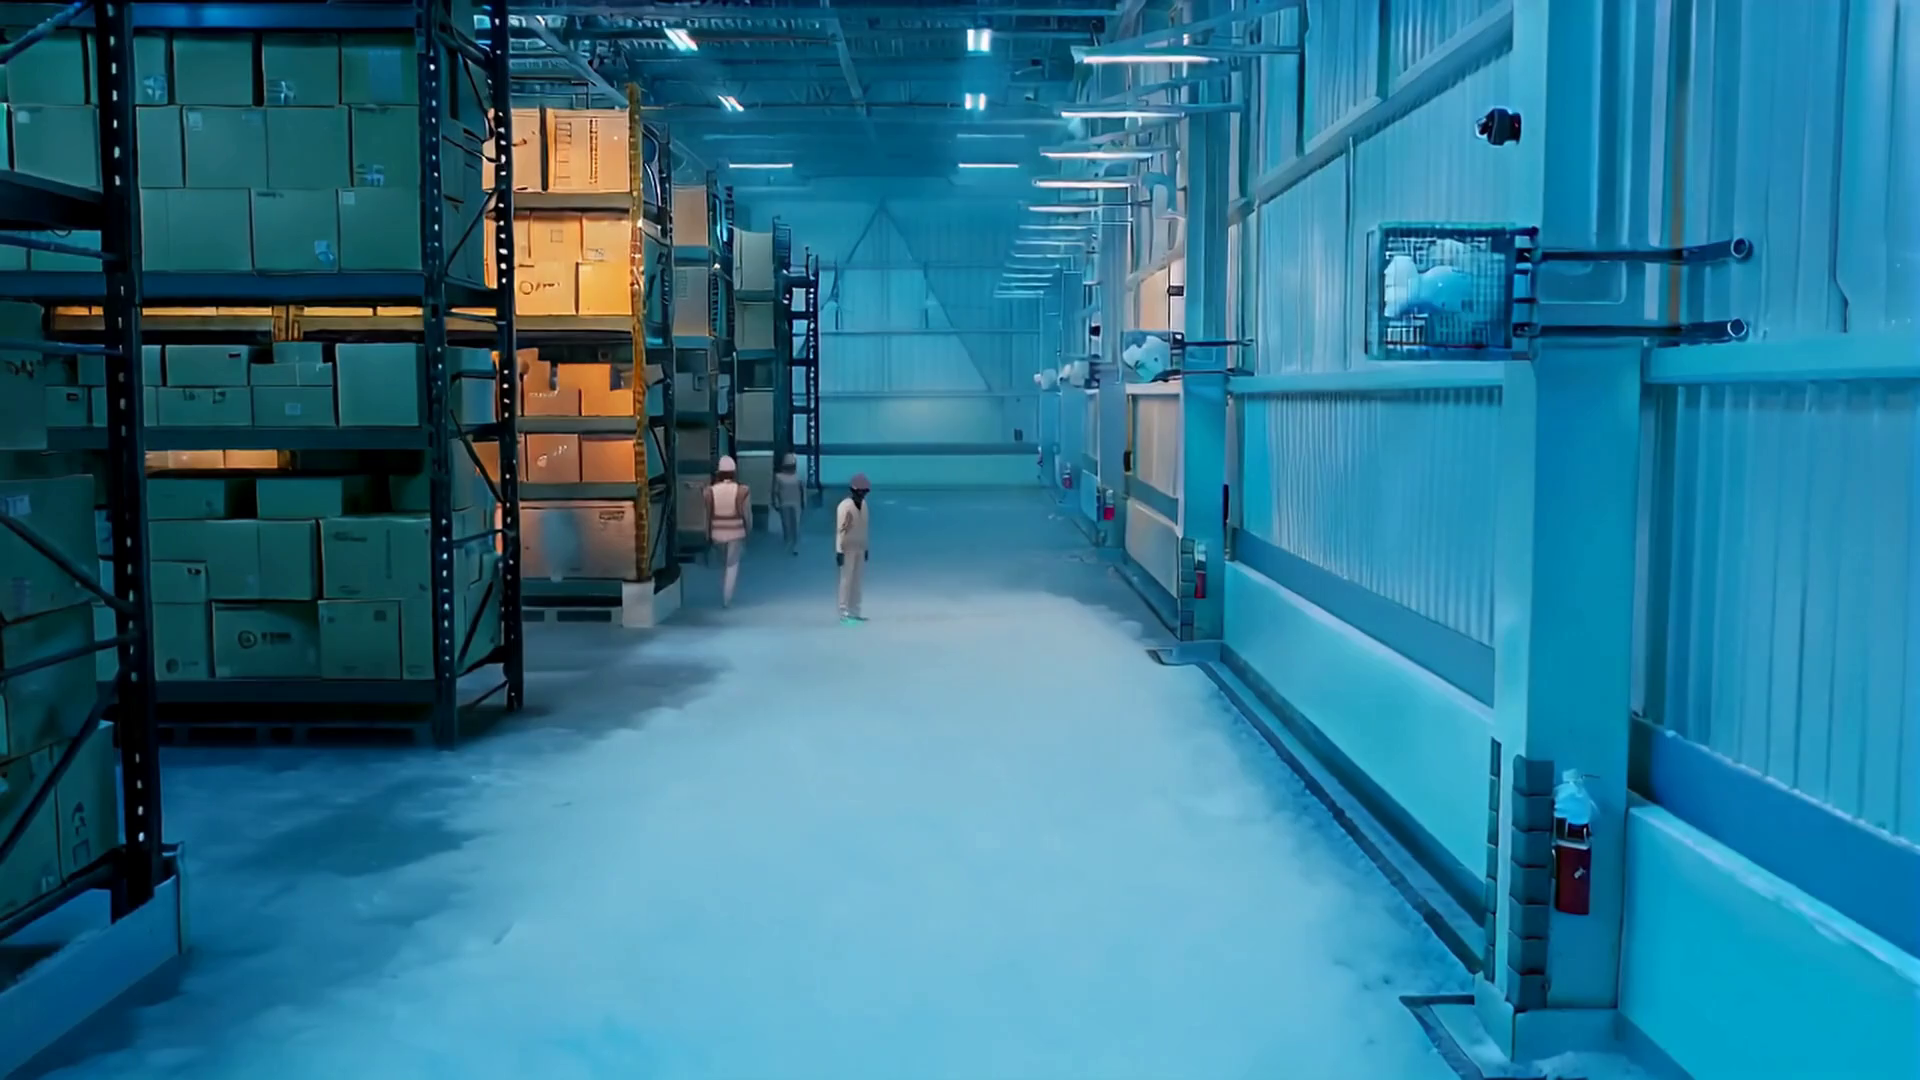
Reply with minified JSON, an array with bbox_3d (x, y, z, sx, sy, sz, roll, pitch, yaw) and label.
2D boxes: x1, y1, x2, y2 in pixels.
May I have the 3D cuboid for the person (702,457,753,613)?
[{"bbox_3d":[-2.852,-0.065,20.349,0.598,1.909,1.002,0,5,4],"label":"person"}]

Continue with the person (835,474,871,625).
[{"bbox_3d":[-1.218,0.108,19.234,0.361,1.742,0.599,3,6,32],"label":"person"}]

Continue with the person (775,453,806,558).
[{"bbox_3d":[-2.792,-0.589,27.439,0.505,1.731,0.875,0,5,-5],"label":"person"}]
